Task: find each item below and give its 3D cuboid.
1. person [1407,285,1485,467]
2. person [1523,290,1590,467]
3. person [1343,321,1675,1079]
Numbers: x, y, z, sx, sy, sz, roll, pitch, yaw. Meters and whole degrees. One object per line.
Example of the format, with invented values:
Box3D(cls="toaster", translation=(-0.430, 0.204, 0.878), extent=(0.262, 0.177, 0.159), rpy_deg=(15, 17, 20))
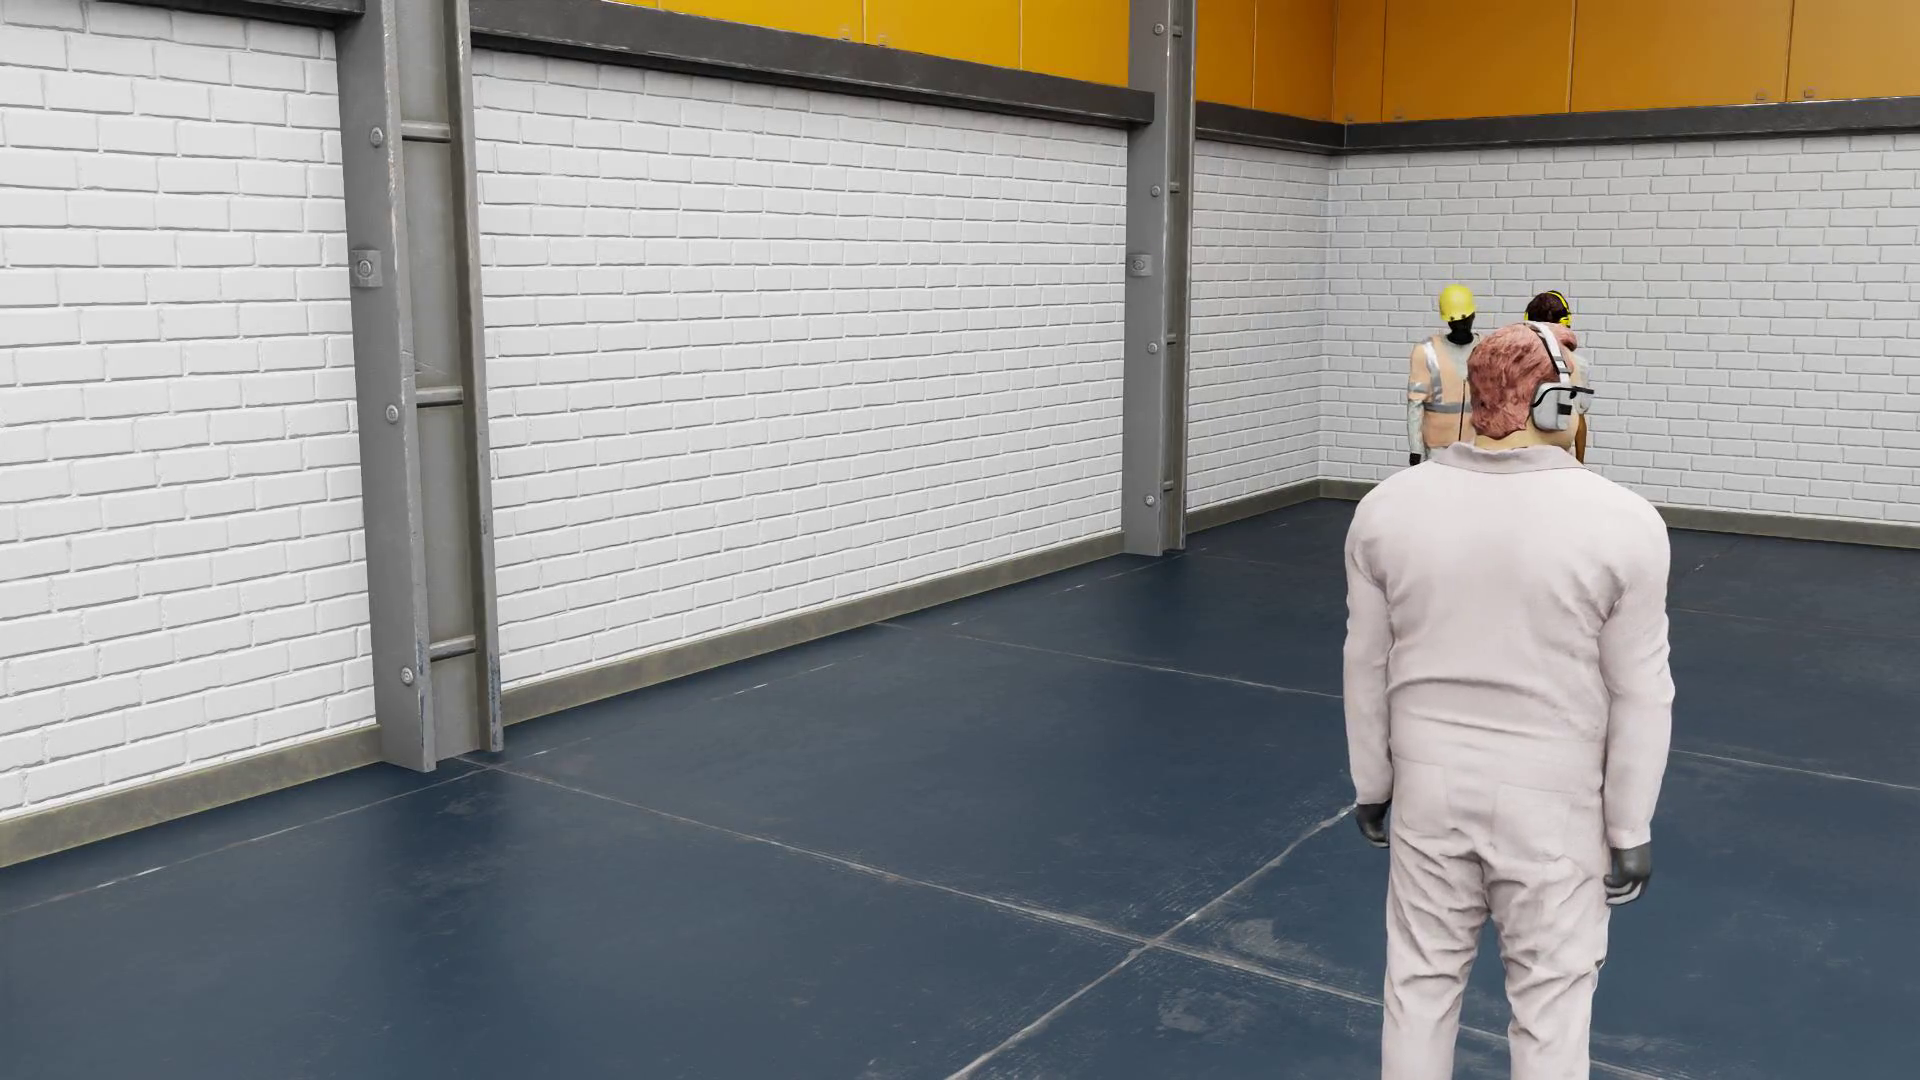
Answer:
Box3D(cls="person", translation=(3.028, -0.614, 10.186), extent=(0.604, 1.873, 0.887), rpy_deg=(0, 10, 2))
Box3D(cls="person", translation=(3.005, -0.354, 8.656), extent=(0.517, 1.873, 0.334), rpy_deg=(7, 12, 37))
Box3D(cls="person", translation=(1.103, 0.515, 3.385), extent=(0.643, 1.905, 0.399), rpy_deg=(7, 12, 37))
